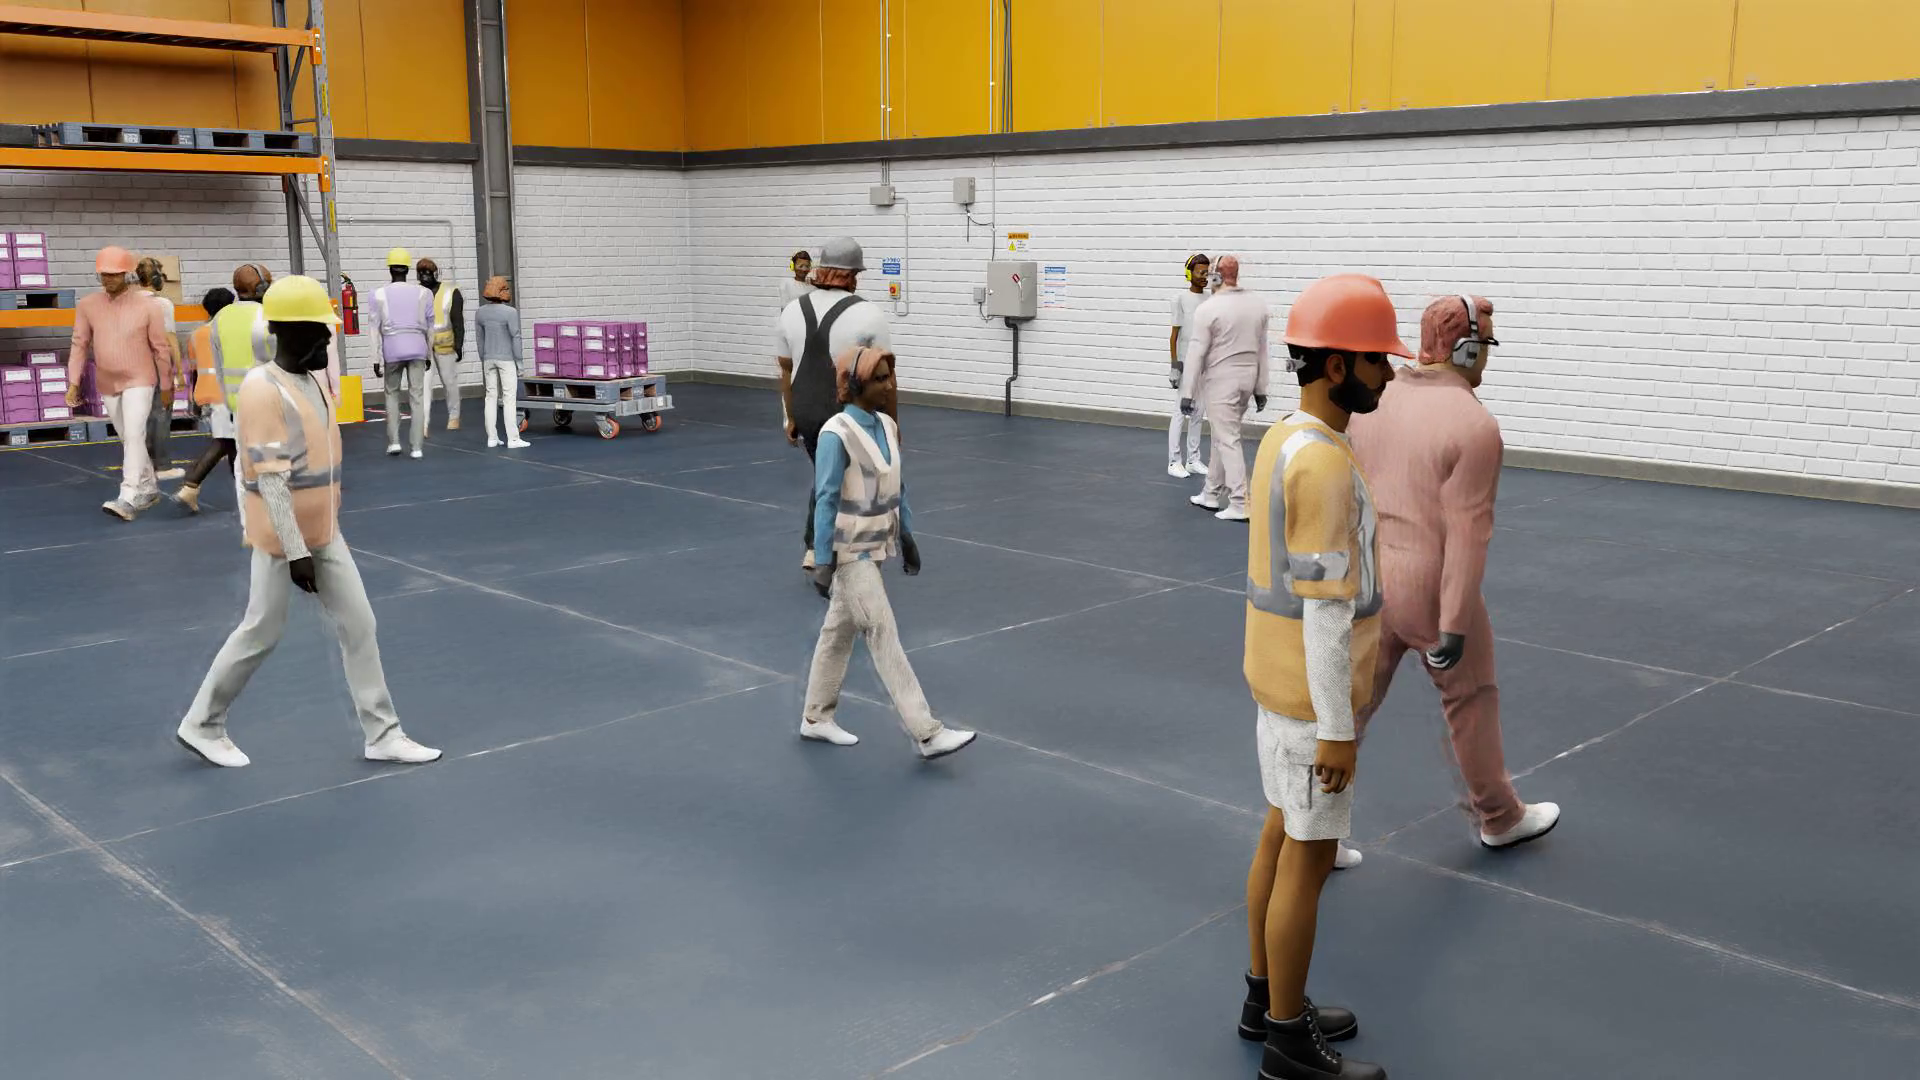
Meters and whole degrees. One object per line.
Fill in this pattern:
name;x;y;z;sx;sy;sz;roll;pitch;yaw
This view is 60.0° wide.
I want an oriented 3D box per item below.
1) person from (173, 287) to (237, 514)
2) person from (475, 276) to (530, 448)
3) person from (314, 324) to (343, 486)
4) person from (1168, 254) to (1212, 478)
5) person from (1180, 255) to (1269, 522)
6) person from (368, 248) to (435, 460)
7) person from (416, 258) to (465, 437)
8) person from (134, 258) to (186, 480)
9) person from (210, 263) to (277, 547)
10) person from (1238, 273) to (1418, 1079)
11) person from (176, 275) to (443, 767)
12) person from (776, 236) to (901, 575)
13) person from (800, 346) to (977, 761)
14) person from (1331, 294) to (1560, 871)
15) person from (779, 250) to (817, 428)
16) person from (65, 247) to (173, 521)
person;-5.463;-1.014;12.149;0.554;1.653;0.812;6;12;30
person;-4.382;-1.692;15.884;0.497;1.633;0.285;4;11;21
person;-5.078;-1.184;12.917;0.529;1.710;0.943;-2;11;-9
person;1.971;-1.463;13.992;0.534;1.868;0.309;-8;13;-36
person;1.828;-1.091;11.924;0.668;1.873;0.876;-8;13;-36
person;-5.082;-1.697;15.170;0.590;1.901;0.705;-5;11;-23
person;-5.362;-1.979;17.025;0.629;1.799;0.966;-1;10;-5
person;-6.629;-1.404;13.754;0.537;1.835;0.402;5;11;24
person;-4.494;-0.855;10.747;0.627;1.845;0.429;4;11;21
person;0.861;0.346;3.946;0.361;1.935;0.552;0;10;1
person;-2.542;-0.050;6.264;0.970;1.886;0.592;1;10;6
person;-0.664;-0.733;9.539;0.695;2.000;0.537;6;12;28
person;-0.296;0.058;6.412;0.831;1.591;0.541;4;11;22
person;1.484;0.147;5.287;1.037;1.841;0.631;-6;12;-30
person;-1.666;-2.090;17.426;0.331;1.865;0.519;10;14;42
person;-6.039;-1.122;11.950;0.633;1.935;1.042;0;10;2
